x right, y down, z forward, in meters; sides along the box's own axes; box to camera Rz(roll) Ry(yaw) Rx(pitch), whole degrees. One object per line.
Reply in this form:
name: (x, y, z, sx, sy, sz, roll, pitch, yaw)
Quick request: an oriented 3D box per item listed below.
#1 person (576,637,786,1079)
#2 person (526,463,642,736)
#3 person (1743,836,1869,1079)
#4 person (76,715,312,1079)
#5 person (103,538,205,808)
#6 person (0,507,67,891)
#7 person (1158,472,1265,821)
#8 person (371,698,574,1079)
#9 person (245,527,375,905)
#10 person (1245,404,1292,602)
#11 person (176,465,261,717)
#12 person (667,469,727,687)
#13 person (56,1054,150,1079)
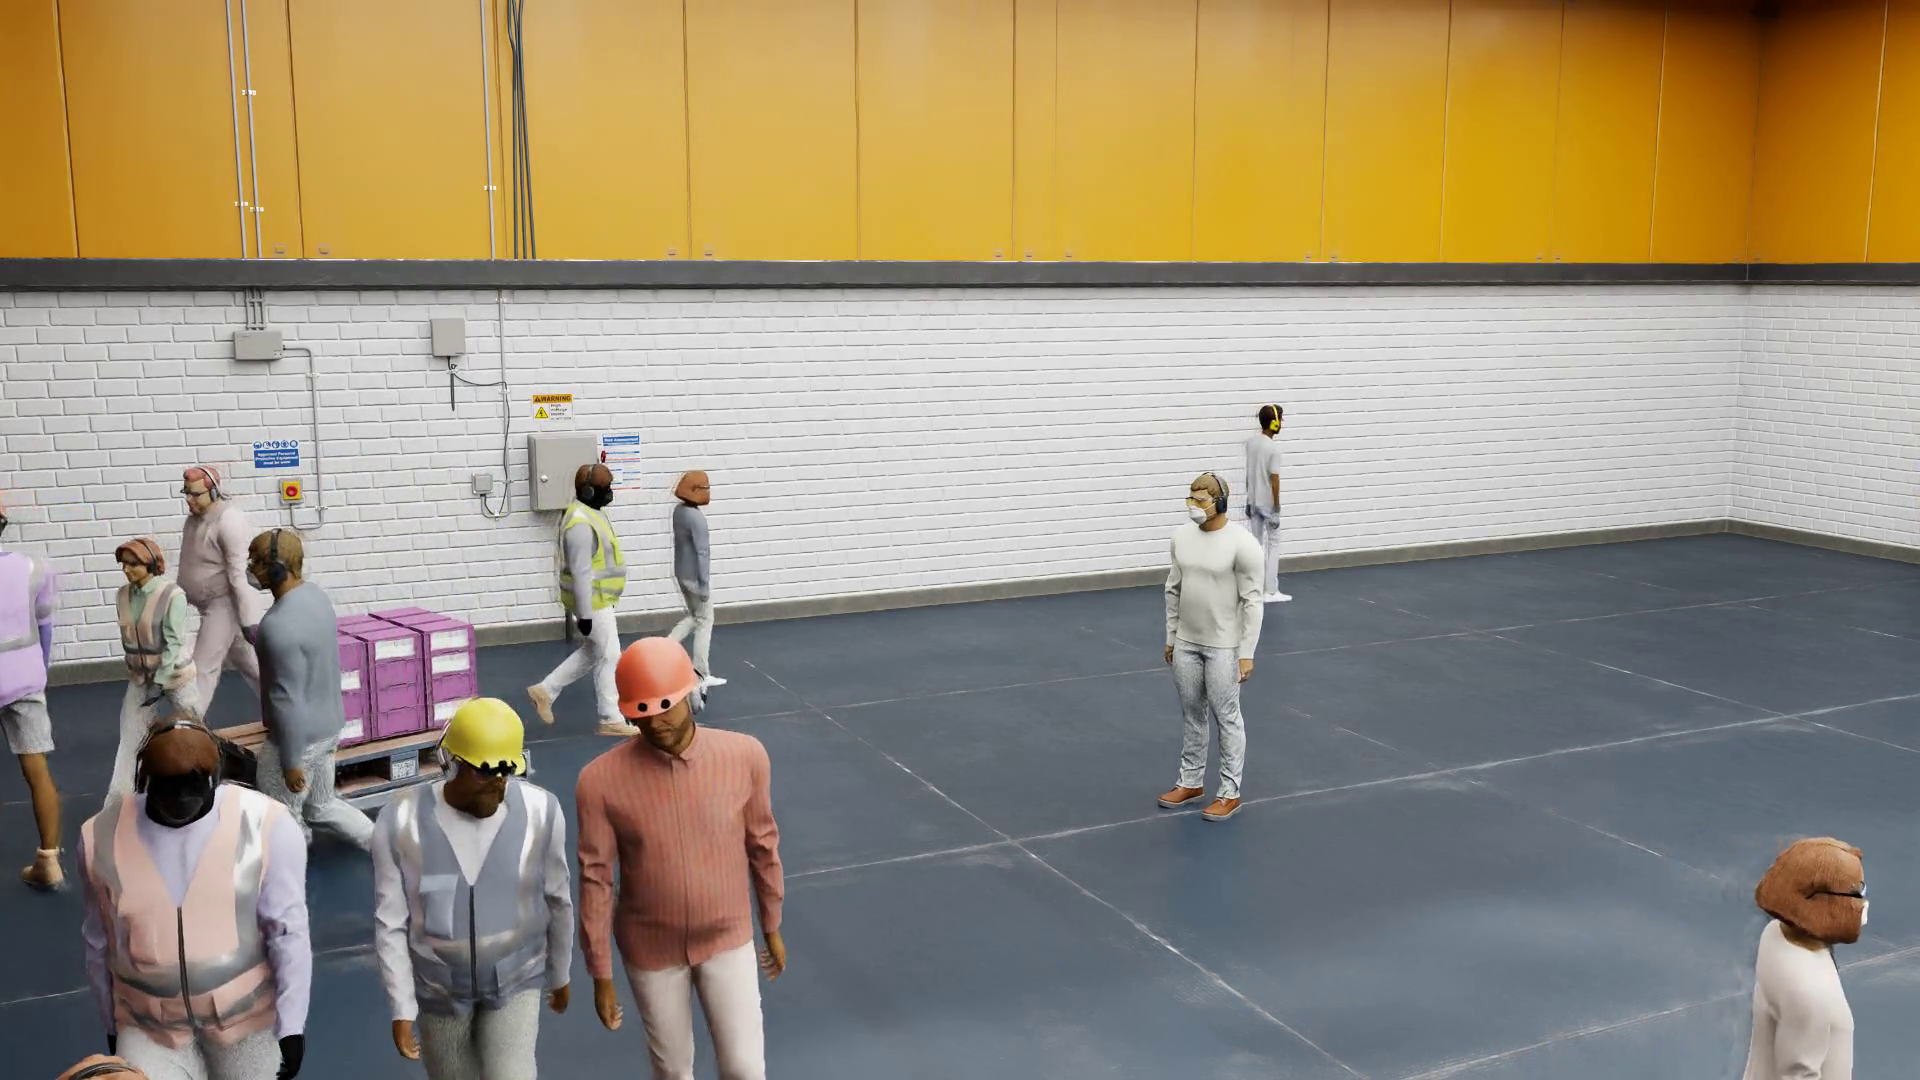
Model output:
person: (-0.825, 1.251, 5.040, 0.647, 1.962, 0.673, -3, 10, -17)
person: (-2.454, 0.396, 10.809, 0.677, 1.818, 0.633, -1, 9, -9)
person: (2.129, 1.538, 4.389, 0.795, 1.605, 0.507, 3, 10, 17)
person: (-2.148, 1.392, 4.689, 0.620, 1.795, 0.873, -3, 10, -16)
person: (-4.430, 0.776, 9.139, 0.502, 1.585, 0.843, 3, 10, 17)
person: (-4.829, 0.717, 8.265, 1.032, 1.992, 0.620, 7, 11, 37)
person: (1.388, 0.583, 9.264, 0.356, 1.938, 0.638, -8, 12, -41)
person: (-1.489, 1.330, 5.144, 0.585, 1.789, 0.831, -2, 9, -15)
person: (-2.873, 0.880, 7.494, 0.762, 1.918, 0.642, 0, 9, -2)
person: (2.720, -0.323, 15.175, 0.679, 1.849, 0.530, -5, 11, -29)
person: (-4.704, 0.430, 10.531, 0.983, 1.847, 0.738, -8, 12, -39)
person: (-1.975, 0.288, 12.095, 0.451, 1.613, 0.513, -6, 11, -32)
person: (-1.551, 1.731, 3.078, 0.311, 1.636, 0.523, 6, 11, 34)
